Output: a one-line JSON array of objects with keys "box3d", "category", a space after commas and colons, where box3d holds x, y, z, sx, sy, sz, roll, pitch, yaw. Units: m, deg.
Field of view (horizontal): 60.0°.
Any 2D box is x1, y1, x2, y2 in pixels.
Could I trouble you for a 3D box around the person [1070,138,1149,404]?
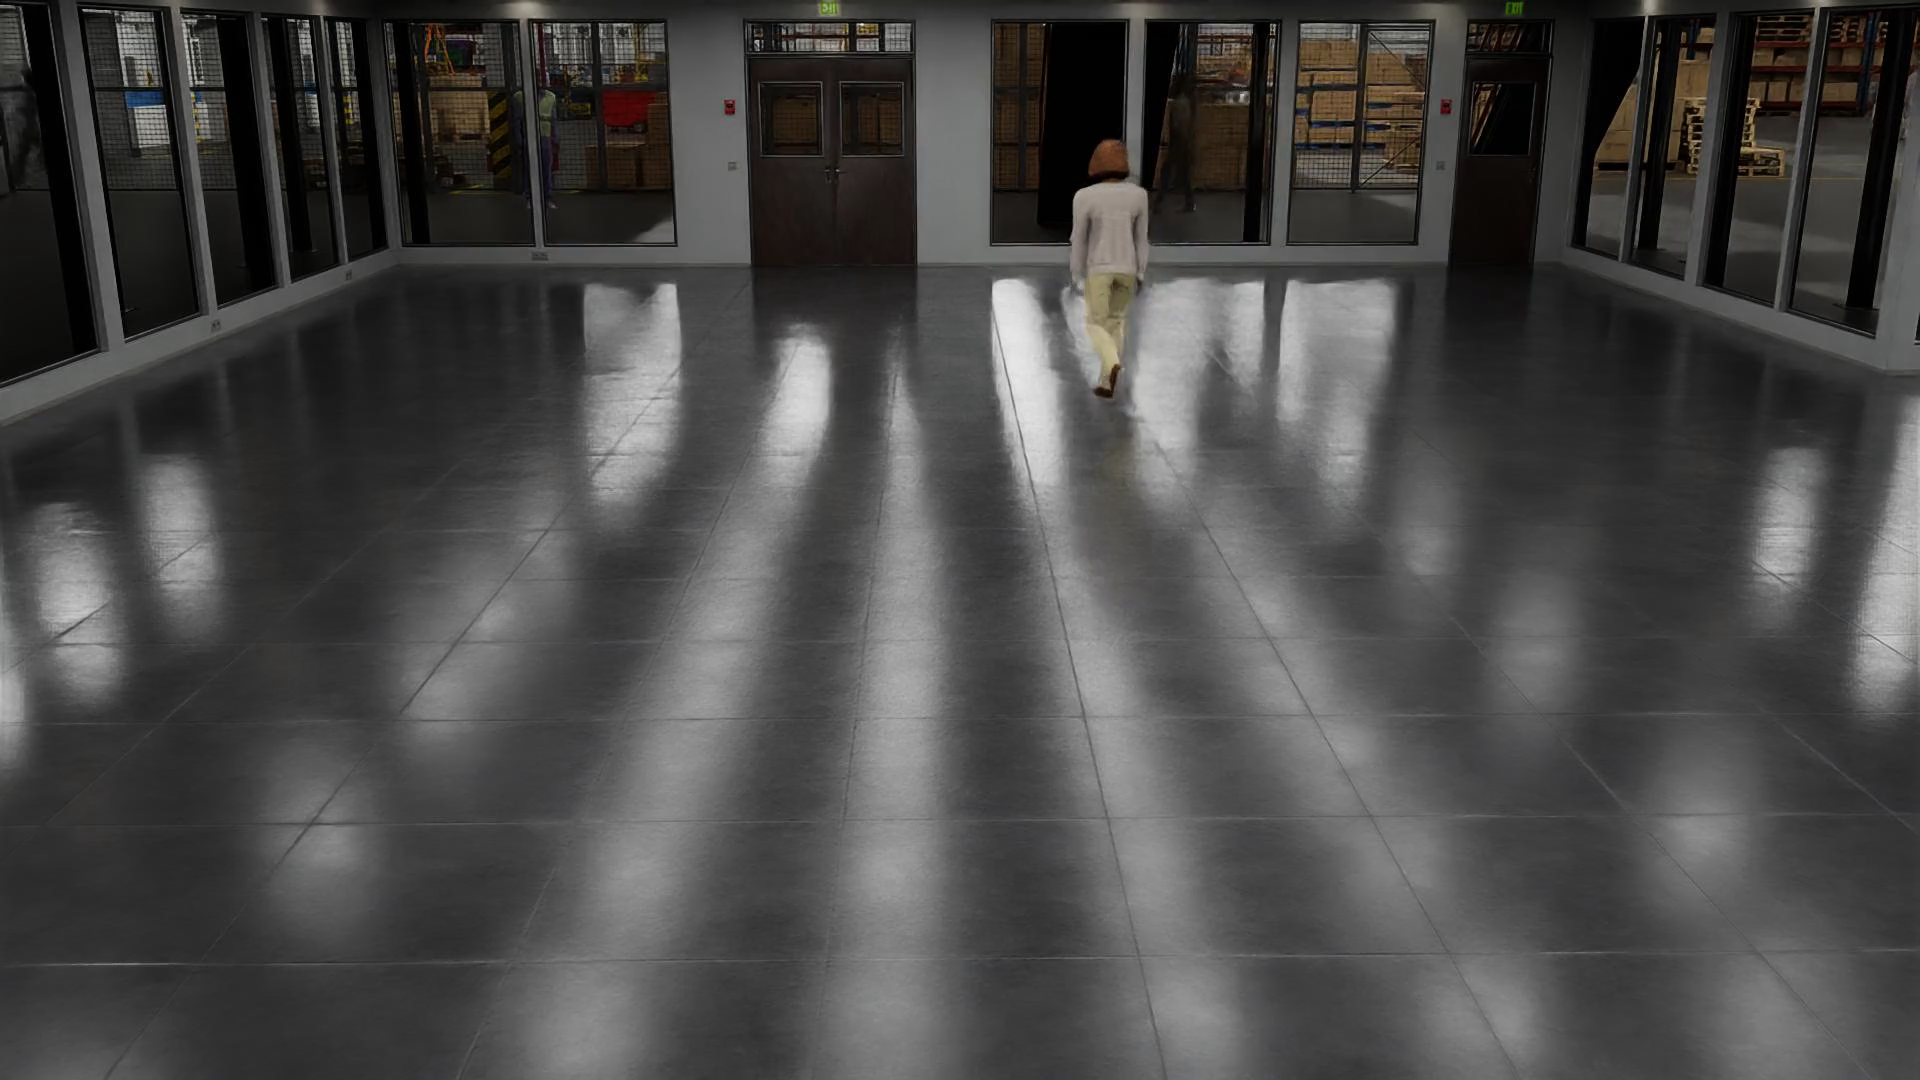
[{"box3d": [0.930, -1.605, 10.087, 0.498, 1.616, 0.608, -5, 17, -17], "category": "person"}]
